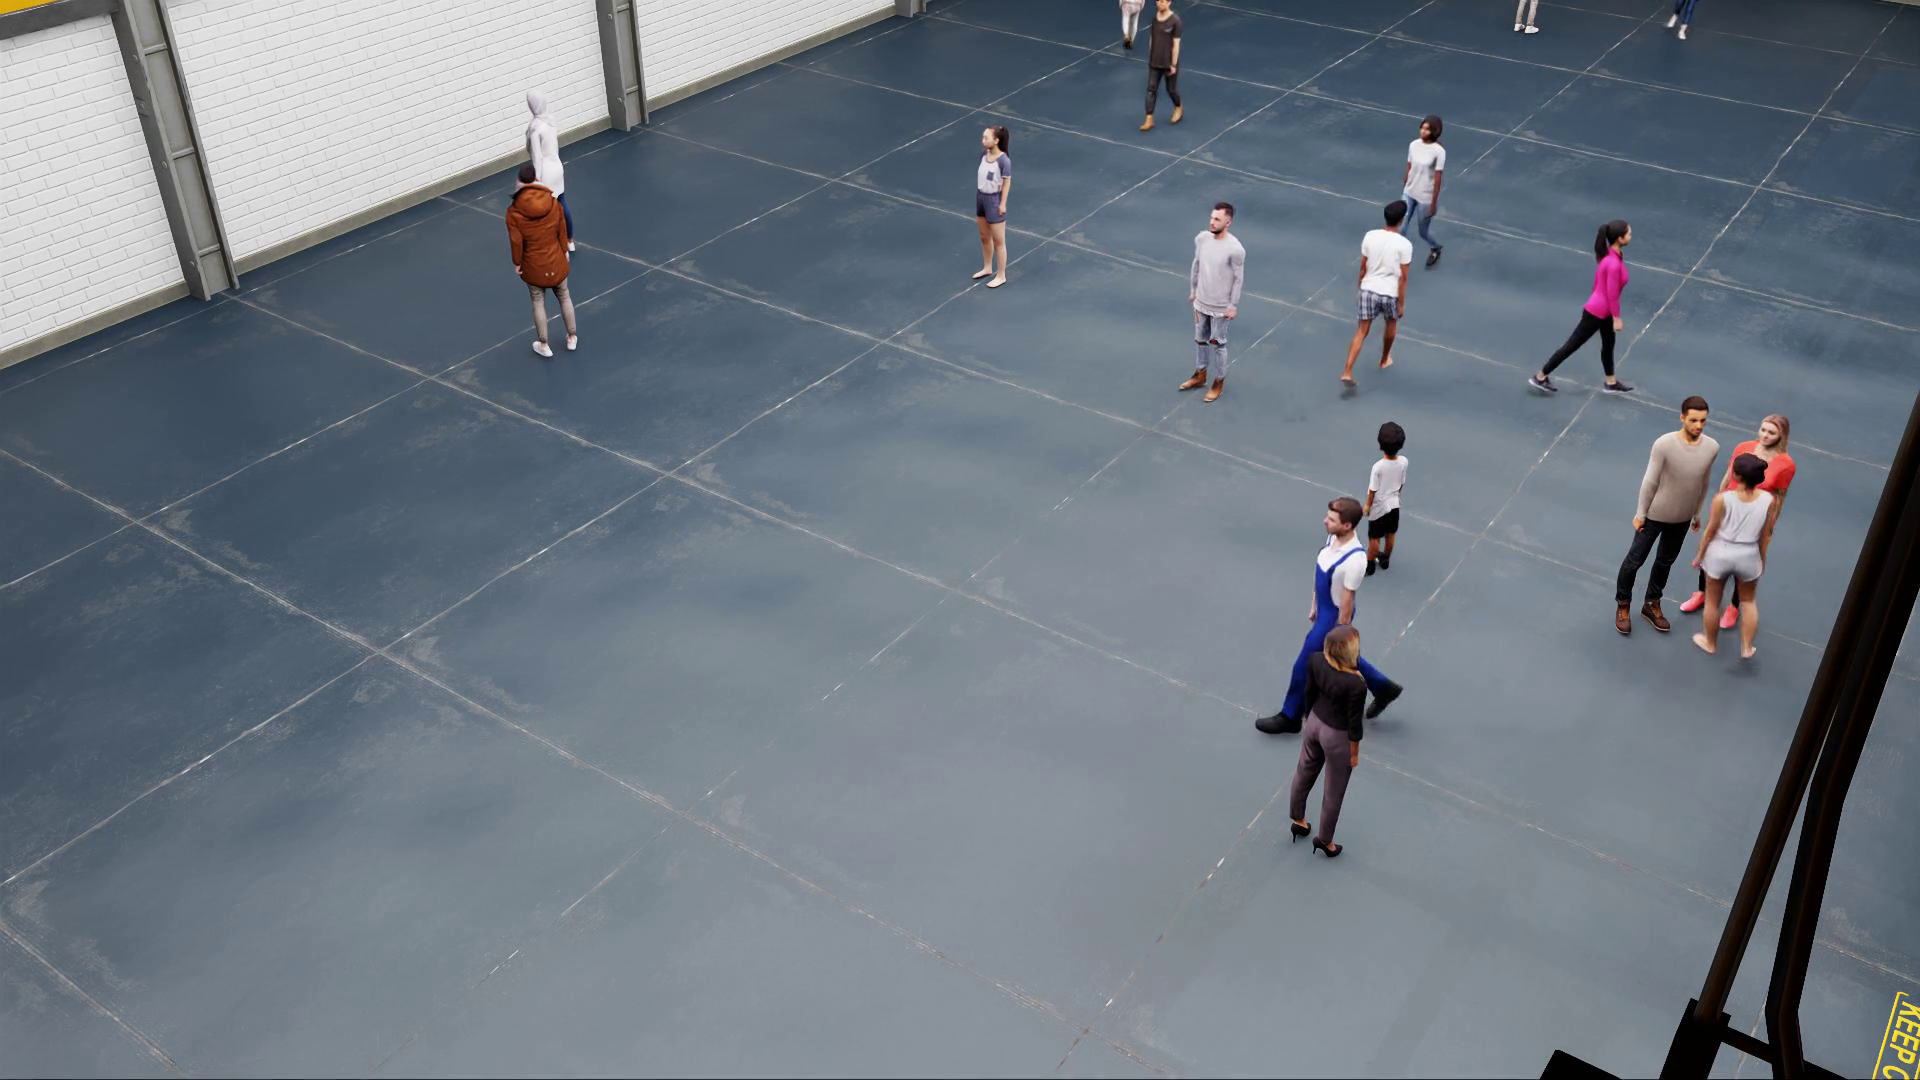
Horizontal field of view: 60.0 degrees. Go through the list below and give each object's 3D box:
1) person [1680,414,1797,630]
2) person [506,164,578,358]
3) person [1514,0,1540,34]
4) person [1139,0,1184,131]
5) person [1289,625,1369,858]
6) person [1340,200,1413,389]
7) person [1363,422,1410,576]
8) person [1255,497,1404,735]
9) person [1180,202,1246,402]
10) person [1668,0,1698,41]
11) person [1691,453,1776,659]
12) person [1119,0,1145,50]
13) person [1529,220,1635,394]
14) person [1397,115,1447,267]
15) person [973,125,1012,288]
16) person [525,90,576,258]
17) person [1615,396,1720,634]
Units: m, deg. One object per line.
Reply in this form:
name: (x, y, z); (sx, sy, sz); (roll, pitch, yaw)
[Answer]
person: (5.611, -0.153, 11.876); (0.599, 1.693, 0.635); (-28, 42, -35)
person: (-3.858, -2.585, 15.404); (0.792, 1.839, 0.889); (-17, 37, -24)
person: (8.284, -8.064, 24.028); (0.557, 1.417, 0.570); (-25, 41, -32)
person: (2.575, -5.966, 20.619); (0.597, 1.696, 1.014); (21, 39, 28)
person: (2.185, 1.191, 9.875); (0.633, 1.671, 0.658); (-21, 39, -28)
person: (3.713, -2.156, 14.899); (0.641, 1.684, 1.107); (21, 39, 28)
person: (3.196, -0.305, 12.499); (0.551, 1.258, 0.631); (-14, 36, -21)
person: (2.498, 0.515, 10.755); (1.198, 1.822, 1.215); (-2, 34, -3)
person: (2.251, -2.134, 14.726); (0.626, 1.839, 0.725); (-26, 42, -34)
person: (10.467, -7.966, 23.833); (0.730, 1.470, 0.905); (7, 34, 11)
person: (5.387, 0.132, 11.524); (0.800, 1.608, 0.777); (11, 35, 15)
person: (2.412, -7.512, 23.303); (0.716, 1.300, 0.800); (1, 34, 2)
person: (5.542, -2.009, 14.699); (0.907, 1.659, 1.148); (8, 34, 12)
person: (4.704, -3.463, 16.858); (1.135, 1.691, 0.762); (-27, 42, -34)
person: (0.330, -3.382, 16.772); (0.628, 1.650, 0.659); (-22, 39, -29)
person: (-4.267, -3.803, 17.294); (0.734, 1.775, 0.576); (10, 35, 15)
person: (5.005, -0.192, 11.776); (0.741, 1.868, 0.783); (-3, 34, -4)
